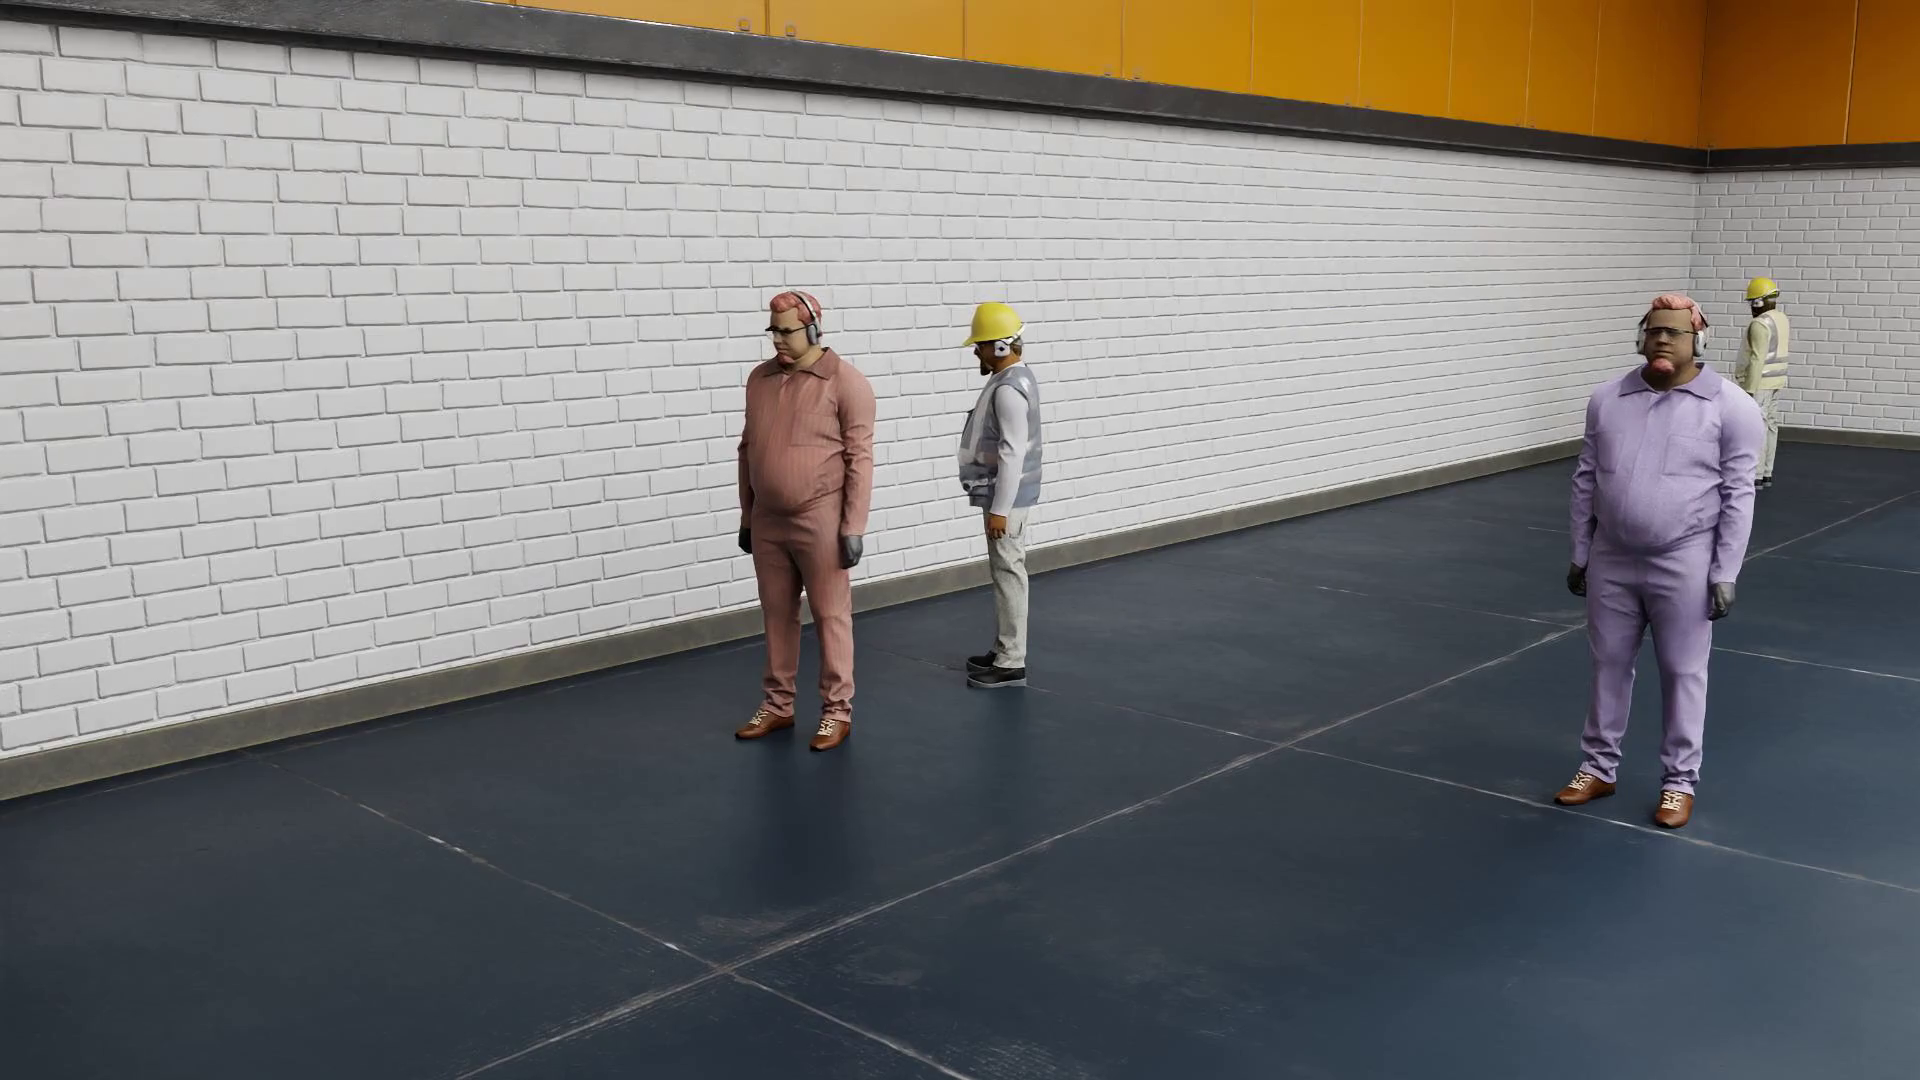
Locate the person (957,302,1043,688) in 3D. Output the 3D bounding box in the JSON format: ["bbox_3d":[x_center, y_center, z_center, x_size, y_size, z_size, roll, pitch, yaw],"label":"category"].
[{"bbox_3d":[0.190,-0.213,7.912,0.403,1.825,0.586,0,10,2],"label":"person"}]

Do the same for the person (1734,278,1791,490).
[{"bbox_3d":[6.902,-1.345,14.366,0.587,1.821,0.404,-10,14,-44],"label":"person"}]

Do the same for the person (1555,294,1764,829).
[{"bbox_3d":[2.508,0.073,6.035,0.642,1.913,0.409,9,14,42],"label":"person"}]

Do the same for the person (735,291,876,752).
[{"bbox_3d":[-0.672,-0.077,6.922,0.639,1.902,0.407,6,11,29],"label":"person"}]
